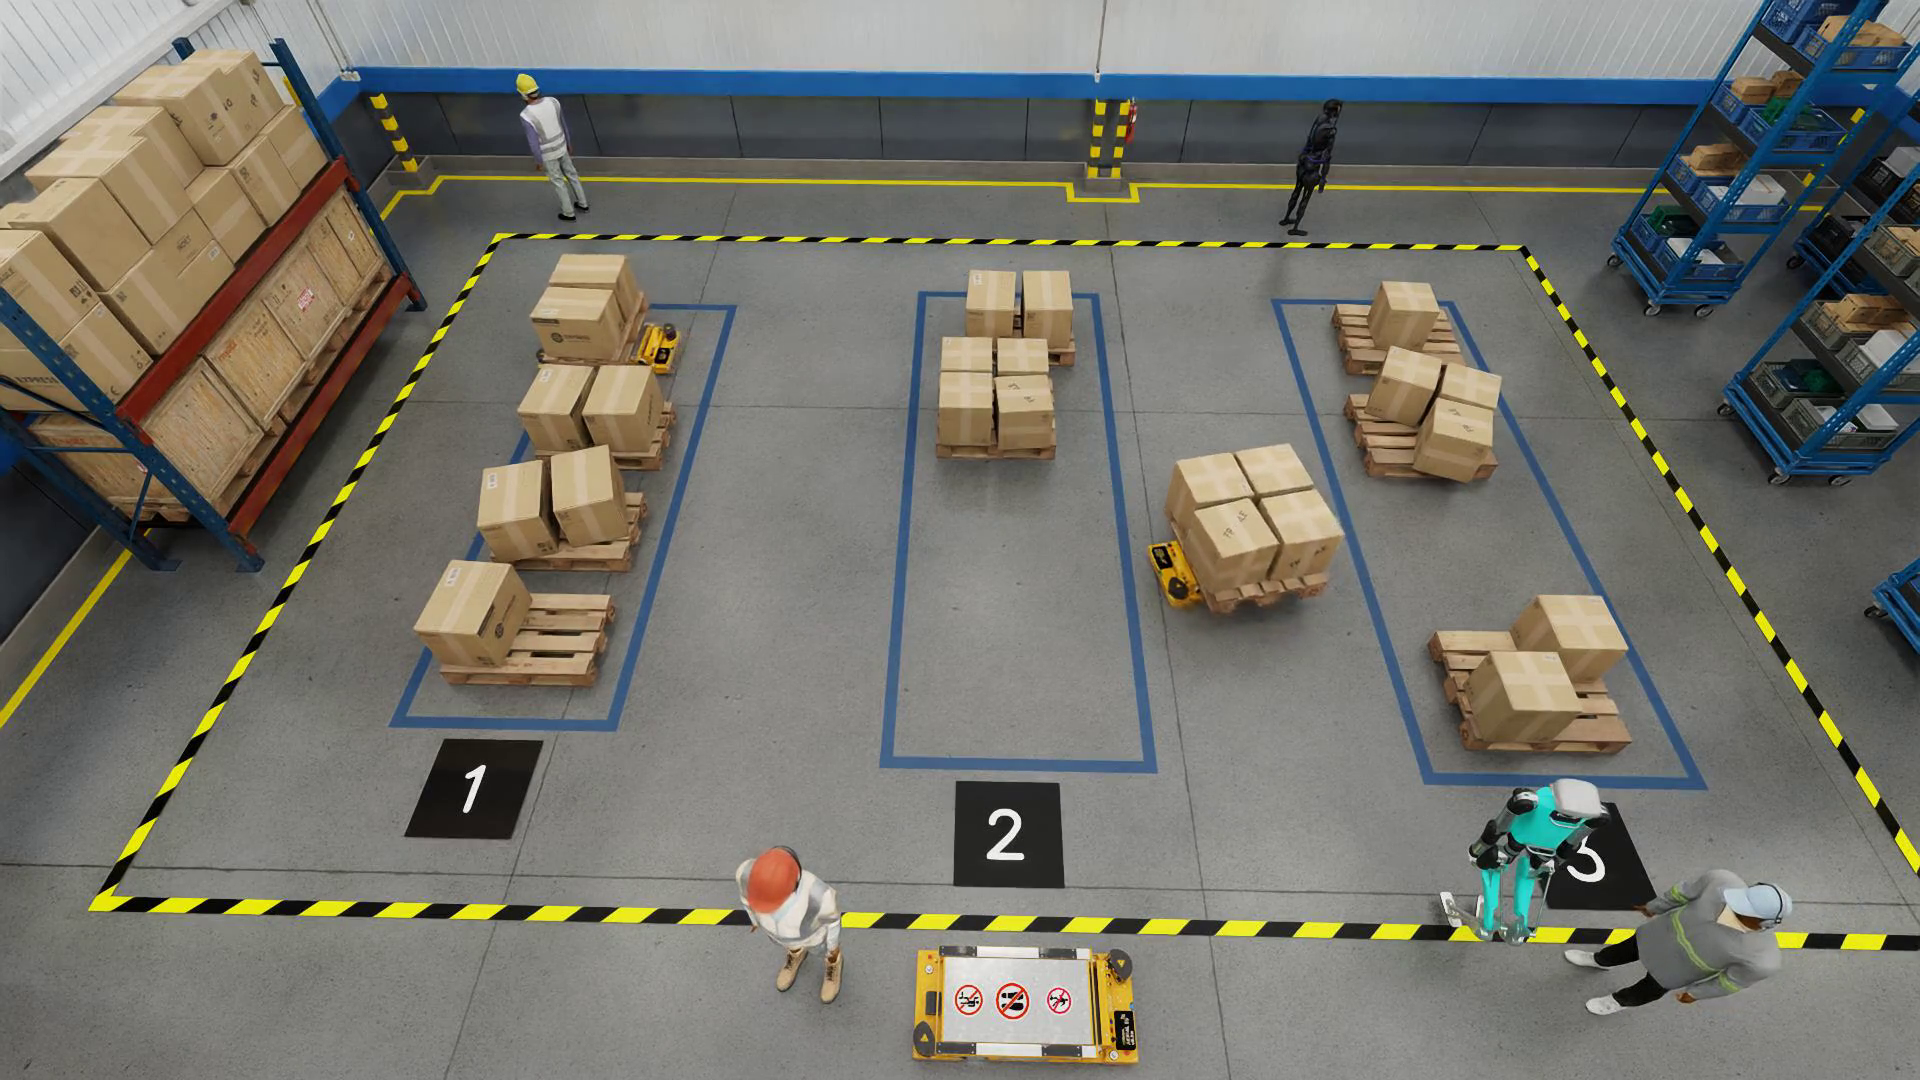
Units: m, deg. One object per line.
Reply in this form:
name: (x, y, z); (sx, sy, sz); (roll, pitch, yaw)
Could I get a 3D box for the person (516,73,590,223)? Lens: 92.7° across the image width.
person: (-5.109, -4.875, 11.452); (0.404, 1.827, 0.598); (23, 54, 18)

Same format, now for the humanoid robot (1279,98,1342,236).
humanoid robot: (4.353, -4.615, 11.328); (0.315, 1.659, 0.599); (-7, 51, -6)

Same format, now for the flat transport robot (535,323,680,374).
flat transport robot: (-3.922, -2.155, 10.224); (1.431, 0.197, 0.652); (1, 51, 1)

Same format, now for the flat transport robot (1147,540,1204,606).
flat transport robot: (2.496, 0.174, 8.326); (1.431, 0.197, 0.652); (-9, 51, -7)

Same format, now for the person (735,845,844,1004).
person: (-0.984, 2.306, 5.460); (0.606, 2.047, 0.365); (12, 52, 10)

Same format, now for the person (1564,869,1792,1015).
person: (4.277, 2.435, 5.479); (0.398, 1.850, 0.595); (0, 51, 0)

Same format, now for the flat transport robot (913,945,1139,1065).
flat transport robot: (0.422, 3.041, 6.007); (1.431, 0.231, 0.659); (1, 51, 1)

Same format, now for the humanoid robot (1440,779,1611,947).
humanoid robot: (3.496, 2.136, 5.708); (0.533, 1.681, 0.735); (9, 51, 7)
